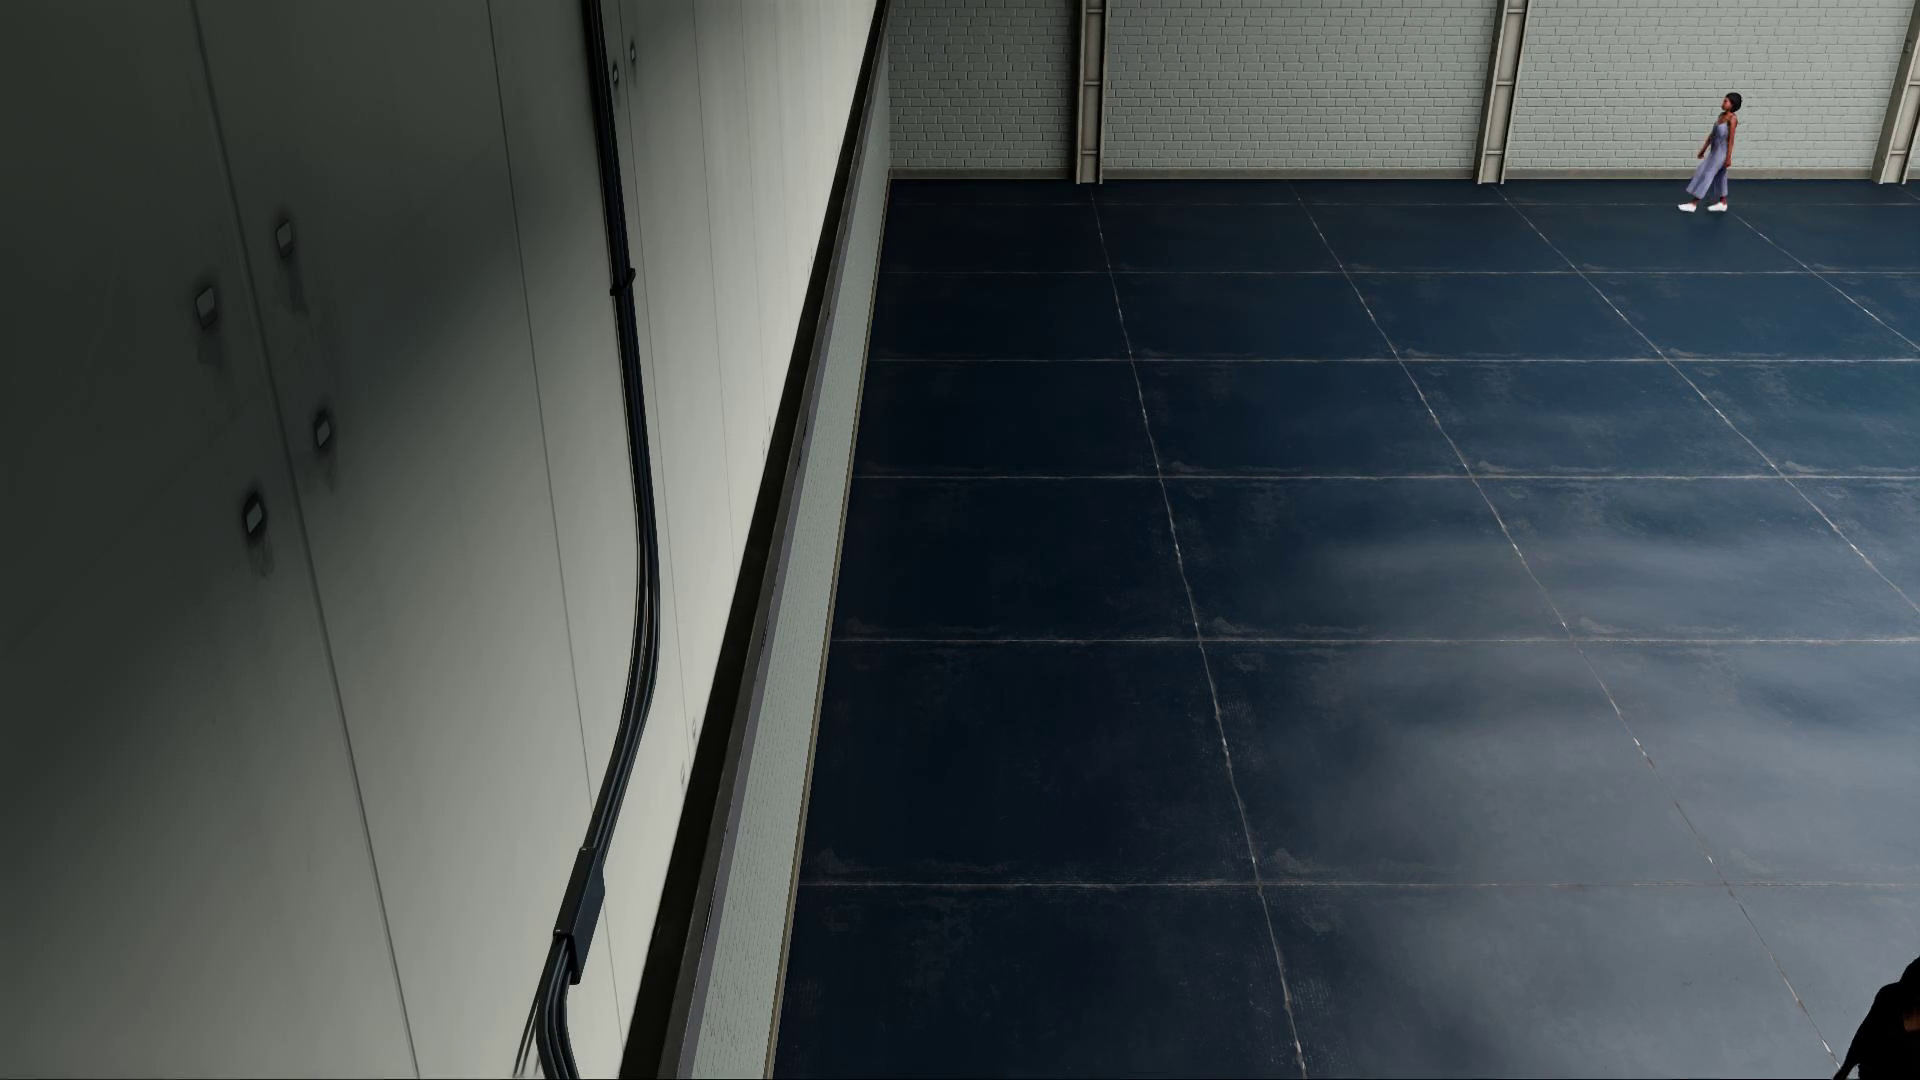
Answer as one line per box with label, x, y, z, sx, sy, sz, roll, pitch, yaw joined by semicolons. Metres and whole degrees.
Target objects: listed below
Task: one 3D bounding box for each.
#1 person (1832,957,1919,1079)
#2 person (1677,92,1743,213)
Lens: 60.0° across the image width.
person;4.632;2.626;8.178;0.824;1.631;0.744;-17;32;-28
person;10.667;-5.368;23.151;0.966;1.668;0.606;2;28;5
